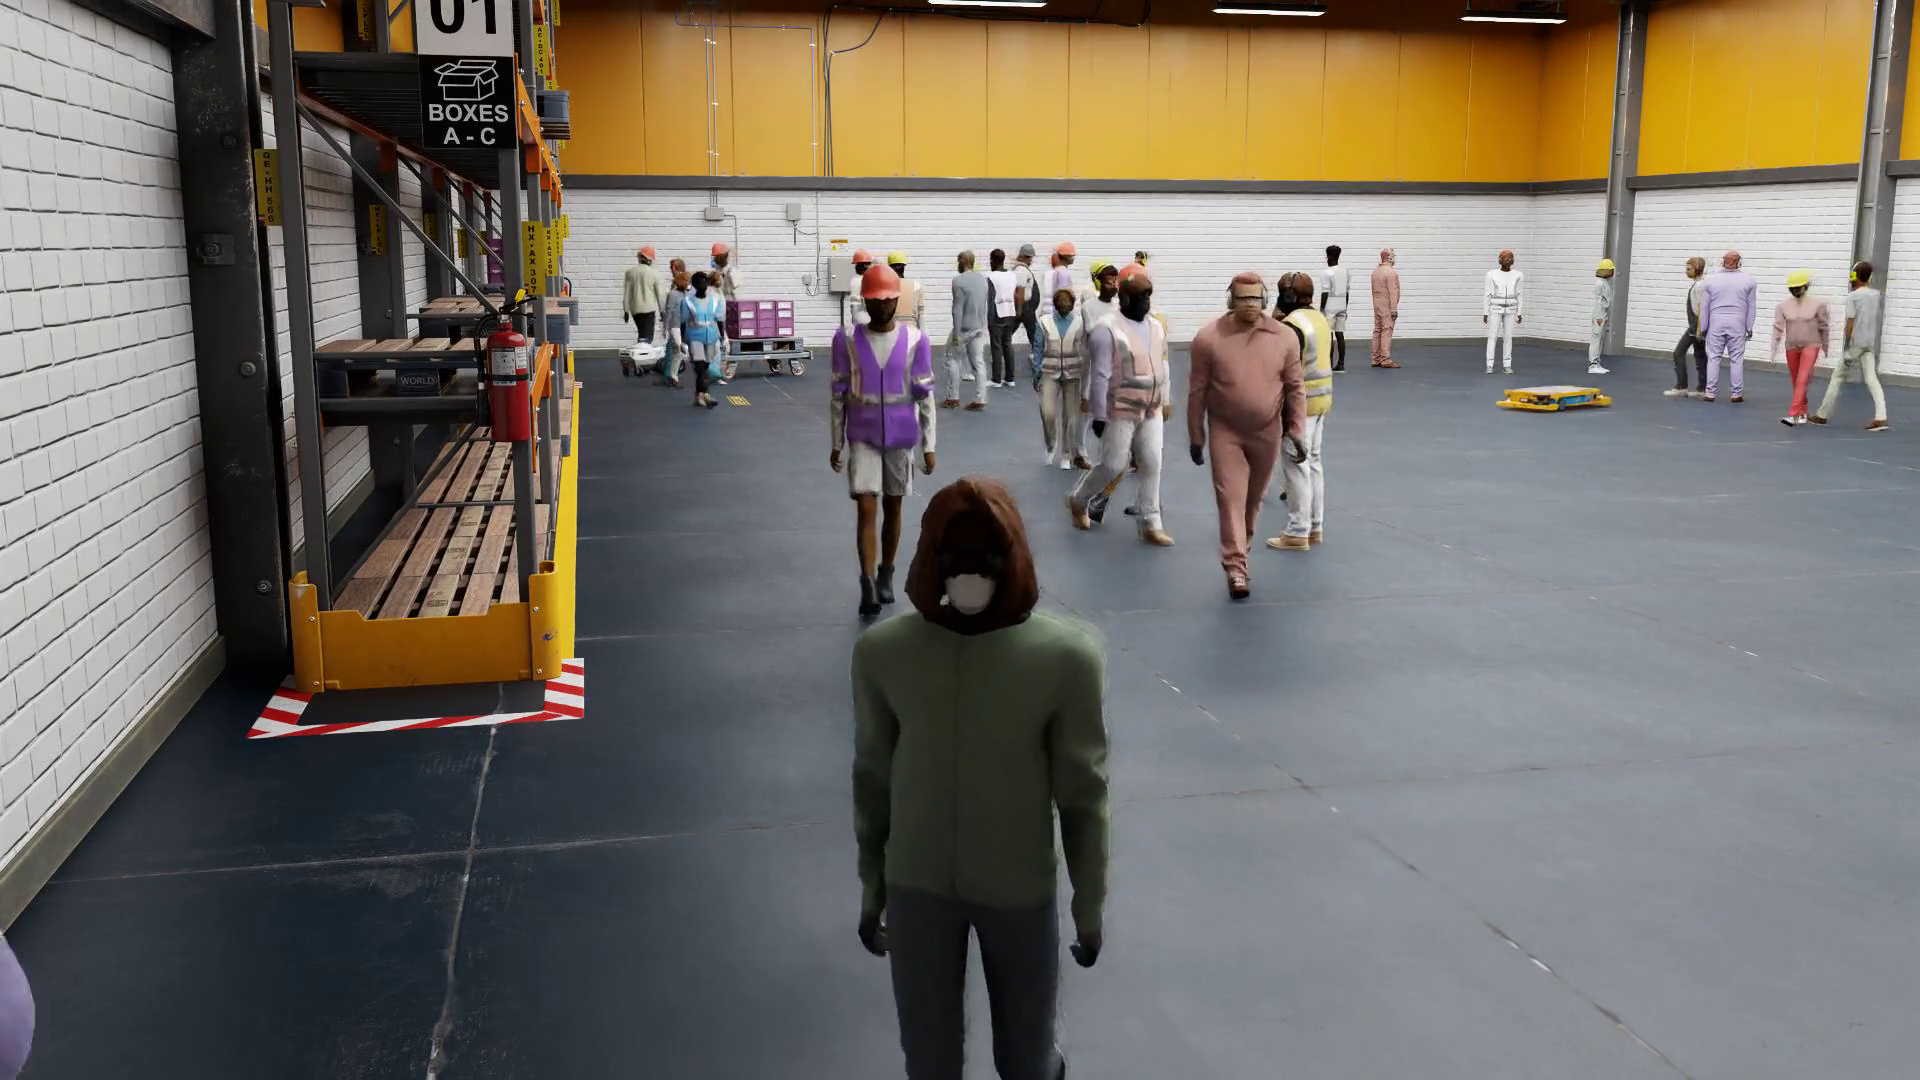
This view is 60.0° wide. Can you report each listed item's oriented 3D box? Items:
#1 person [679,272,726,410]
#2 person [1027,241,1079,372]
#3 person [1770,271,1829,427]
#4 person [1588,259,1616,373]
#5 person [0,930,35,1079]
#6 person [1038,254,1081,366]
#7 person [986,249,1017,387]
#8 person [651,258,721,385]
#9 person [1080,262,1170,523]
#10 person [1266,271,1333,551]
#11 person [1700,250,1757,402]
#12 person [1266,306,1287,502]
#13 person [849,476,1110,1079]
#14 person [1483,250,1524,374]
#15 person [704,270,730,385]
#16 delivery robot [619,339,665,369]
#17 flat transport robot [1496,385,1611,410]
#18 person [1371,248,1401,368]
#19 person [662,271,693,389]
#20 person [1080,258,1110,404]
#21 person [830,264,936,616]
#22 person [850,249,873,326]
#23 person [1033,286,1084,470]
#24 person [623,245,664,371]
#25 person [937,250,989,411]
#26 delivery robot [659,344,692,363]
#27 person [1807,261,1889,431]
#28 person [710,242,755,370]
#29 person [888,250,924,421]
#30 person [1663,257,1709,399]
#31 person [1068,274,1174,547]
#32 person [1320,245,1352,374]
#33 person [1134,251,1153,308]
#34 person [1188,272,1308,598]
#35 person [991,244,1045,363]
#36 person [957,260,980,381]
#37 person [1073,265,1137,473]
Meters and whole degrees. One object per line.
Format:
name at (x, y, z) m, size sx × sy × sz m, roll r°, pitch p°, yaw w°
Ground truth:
person at (-3.090, -2.406, 20.098) m, size 0.549 × 1.642 × 0.858 m, roll -7°, pitch 12°, yaw -32°
person at (1.455, -3.387, 24.542) m, size 0.820 × 2.018 × 0.617 m, roll -1°, pitch 10°, yaw -8°
person at (9.195, -2.090, 18.232) m, size 0.533 × 1.688 × 0.942 m, roll 9°, pitch 14°, yaw 42°
person at (9.883, -3.438, 25.577) m, size 0.295 × 1.744 × 0.484 m, roll 6°, pitch 12°, yaw 31°
person at (-0.987, 0.857, 1.418) m, size 0.643 × 1.889 × 0.961 m, roll 6°, pitch 12°, yaw 28°
person at (1.537, -3.649, 26.547) m, size 1.044 × 1.821 × 0.608 m, roll -6°, pitch 12°, yaw -31°
person at (0.570, -3.088, 23.176) m, size 0.399 × 1.913 × 0.606 m, roll 9°, pitch 13°, yaw 40°
person at (-3.827, -3.052, 23.316) m, size 0.925 × 1.796 × 0.559 m, roll 3°, pitch 11°, yaw 15°
person at (1.161, -1.059, 12.036) m, size 1.013 × 1.865 × 0.590 m, roll -9°, pitch 13°, yaw -39°
person at (2.235, -0.851, 11.031) m, size 0.433 × 1.833 × 0.637 m, roll 6°, pitch 12°, yaw 32°
person at (9.666, -2.686, 20.961) m, size 0.641 × 1.910 × 0.401 m, roll 5°, pitch 11°, yaw 26°
person at (2.536, -1.115, 13.084) m, size 0.512 × 1.604 × 0.649 m, roll -2°, pitch 10°, yaw -10°
person at (0.045, 0.661, 3.233) m, size 0.502 × 1.617 × 0.585 m, roll 2°, pitch 10°, yaw 10°
person at (8.282, -3.471, 25.371) m, size 0.584 × 1.883 × 0.345 m, roll 1°, pitch 10°, yaw 5°
person at (-3.455, -2.994, 23.464) m, size 0.394 × 1.623 × 0.517 m, roll 3°, pitch 11°, yaw 16°
delivery robot at (-4.771, -2.776, 24.945) m, size 0.477 × 0.478 × 0.707 m, roll 7°, pitch 12°, yaw 35°
flat transport robot at (7.227, -1.736, 20.227) m, size 1.431 × 0.197 × 0.652 m, roll -8°, pitch 13°, yaw -37°
person at (6.818, -3.699, 26.560) m, size 0.409 × 1.913 × 0.642 m, roll -3°, pitch 11°, yaw -15°
person at (-3.833, -2.857, 22.699) m, size 0.424 × 1.609 × 0.559 m, roll 5°, pitch 11°, yaw 24°
person at (1.779, -2.527, 20.353) m, size 0.770 × 1.802 × 0.627 m, roll 5°, pitch 11°, yaw 25°
person at (-0.411, -0.531, 9.035) m, size 0.574 × 1.896 × 0.930 m, roll -1°, pitch 10°, yaw -6°
person at (-1.260, -2.730, 21.175) m, size 0.646 × 1.912 × 0.563 m, roll 9°, pitch 14°, yaw 41°
person at (0.910, -1.434, 14.769) m, size 0.536 × 1.625 × 0.370 m, roll 1°, pitch 10°, yaw 5°
person at (-4.886, -3.534, 25.520) m, size 0.608 × 1.961 × 0.881 m, roll 4°, pitch 11°, yaw 20°
person at (0.029, -2.502, 19.901) m, size 0.748 × 1.912 × 0.666 m, roll 9°, pitch 13°, yaw 40°
delivery robot at (-4.325, -2.879, 25.519) m, size 0.477 × 0.478 × 0.707 m, roll 7°, pitch 12°, yaw 35°
person at (9.700, -2.097, 17.978) m, size 0.501 × 1.815 × 1.025 m, roll -3°, pitch 11°, yaw -18°
person at (-3.607, -3.690, 26.248) m, size 0.866 × 2.005 × 0.635 m, roll -7°, pitch 12°, yaw -33°
person at (-0.685, -2.248, 18.484) m, size 0.589 × 1.924 × 0.383 m, roll -4°, pitch 11°, yaw -20°
person at (9.362, -2.718, 21.376) m, size 0.688 × 1.816 × 0.550 m, roll 6°, pitch 12°, yaw 28°
person at (1.100, -0.883, 11.236) m, size 0.634 × 1.820 × 0.799 m, roll -8°, pitch 13°, yaw -37°
person at (5.699, -3.520, 25.417) m, size 0.613 × 1.962 × 0.367 m, roll -7°, pitch 12°, yaw -34°
person at (3.132, -4.060, 28.735) m, size 0.567 × 1.854 × 0.514 m, roll -5°, pitch 11°, yaw -27°
person at (1.666, -0.623, 9.679) m, size 0.654 × 1.857 × 0.998 m, roll 0°, pitch 10°, yaw -3°
person at (1.015, -3.916, 27.402) m, size 1.078 × 2.000 × 0.705 m, roll -2°, pitch 10°, yaw -11°
person at (0.147, -3.182, 24.125) m, size 0.360 × 1.750 × 0.535 m, roll -6°, pitch 12°, yaw -29°
person at (1.294, -1.471, 14.485) m, size 0.514 × 1.808 × 1.000 m, roll -6°, pitch 12°, yaw -32°
